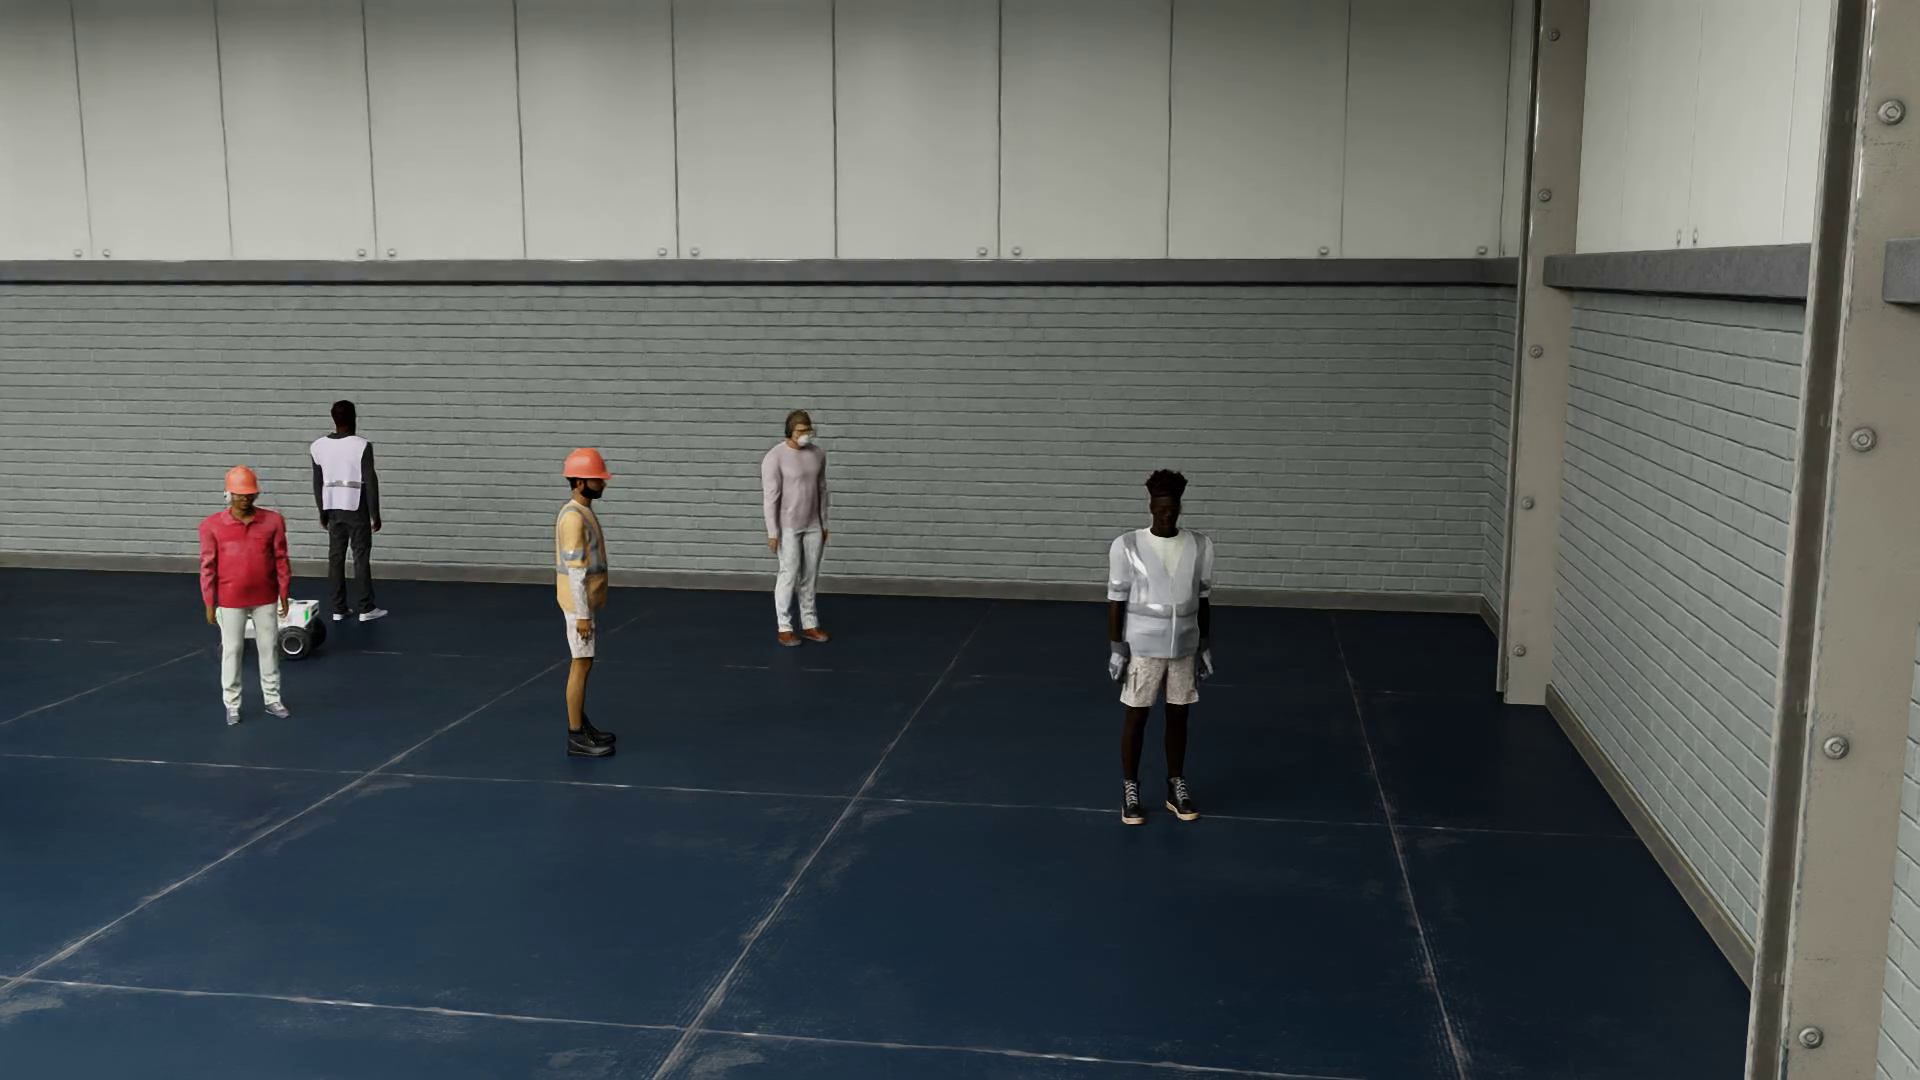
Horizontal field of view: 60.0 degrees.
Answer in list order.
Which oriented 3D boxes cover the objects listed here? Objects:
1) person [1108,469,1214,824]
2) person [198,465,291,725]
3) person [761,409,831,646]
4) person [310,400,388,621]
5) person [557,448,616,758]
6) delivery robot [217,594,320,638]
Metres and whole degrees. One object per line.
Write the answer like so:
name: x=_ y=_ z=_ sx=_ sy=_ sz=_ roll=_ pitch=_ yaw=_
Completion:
person: x=1.109 y=0.580 z=9.147 sx=0.613 sy=1.964 sz=0.361 roll=-2 pitch=9 yaw=-14
person: x=-4.774 y=0.366 z=11.144 sx=0.566 sy=1.744 sz=0.353 roll=-6 pitch=11 yaw=-33
person: x=-1.323 y=-0.101 z=13.491 sx=0.375 sy=1.929 sz=0.637 roll=9 pitch=13 yaw=43
person: x=-5.308 y=-0.250 z=14.414 sx=0.587 sy=1.920 sz=0.390 roll=2 pitch=9 yaw=11
person: x=-2.331 y=0.386 z=10.434 sx=0.371 sy=1.935 sz=0.551 roll=-1 pitch=9 yaw=-9
delivery robot: x=-5.429 y=0.602 z=13.066 sx=0.707 sy=0.478 sz=0.477 roll=-1 pitch=9 yaw=-6
